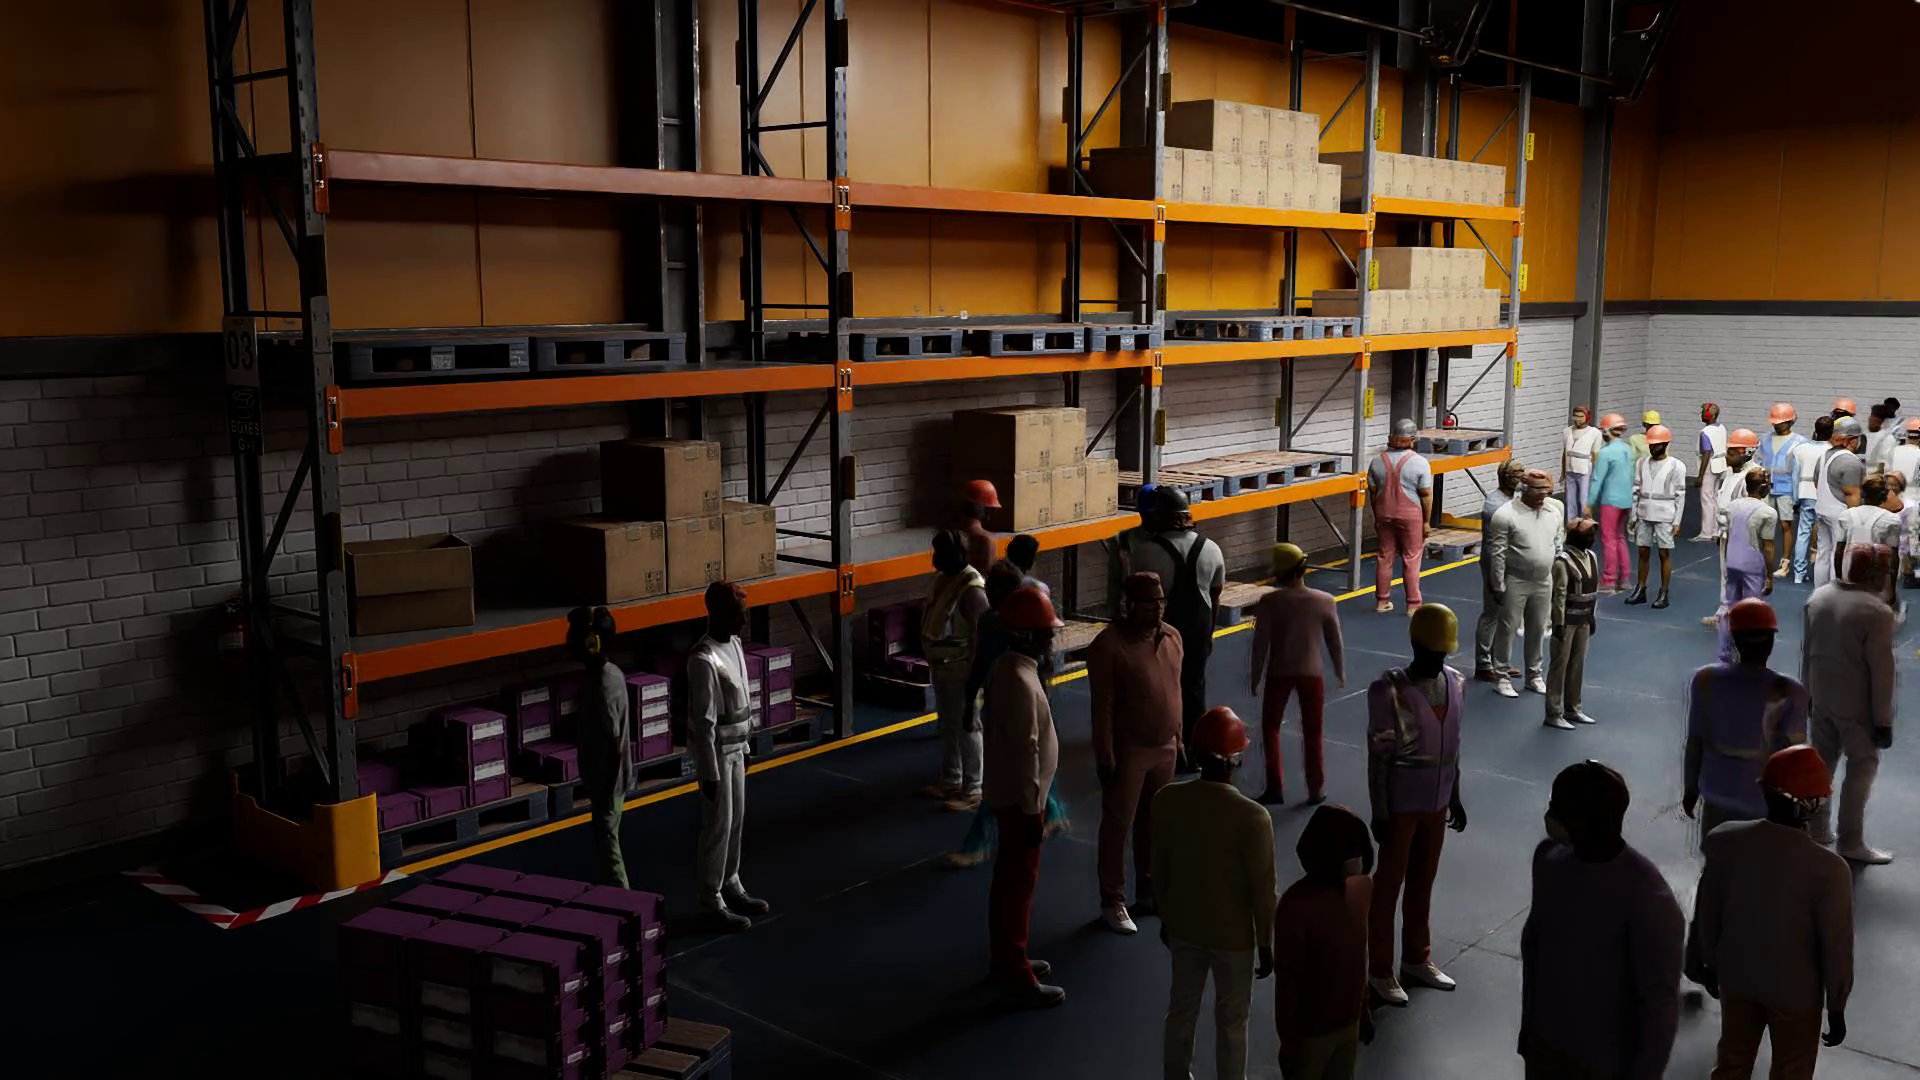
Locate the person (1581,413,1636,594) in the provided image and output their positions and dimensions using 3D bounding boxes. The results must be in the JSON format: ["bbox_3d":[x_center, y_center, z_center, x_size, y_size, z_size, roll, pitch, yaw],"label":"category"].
[{"bbox_3d":[7.191,-0.404,18.372,0.734,1.981,0.446,-7,11,-37],"label":"person"}]

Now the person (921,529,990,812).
[{"bbox_3d":[-0.041,0.836,10.825,0.428,1.842,0.631,-4,10,-24],"label":"person"}]

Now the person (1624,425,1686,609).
[{"bbox_3d":[7.306,-0.245,17.488,0.375,1.935,0.551,-7,11,-40],"label":"person"}]

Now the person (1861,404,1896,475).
[{"bbox_3d":[11.445,-0.765,20.913,0.432,1.916,0.647,-1,9,-4],"label":"person"}]

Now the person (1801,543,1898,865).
[{"bbox_3d":[5.302,0.955,9.922,0.394,1.893,0.712,-2,9,-15],"label":"person"}]

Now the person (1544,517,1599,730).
[{"bbox_3d":[4.719,0.635,12.802,0.517,1.632,0.314,-7,11,-37],"label":"person"}]

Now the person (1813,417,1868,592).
[{"bbox_3d":[9.170,-0.257,17.232,0.538,2.000,0.682,0,9,-1],"label":"person"}]

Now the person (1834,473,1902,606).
[{"bbox_3d":[7.555,0.361,13.879,0.347,1.846,0.505,-7,11,-39],"label":"person"}]

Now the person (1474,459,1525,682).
[{"bbox_3d":[4.656,0.259,14.284,0.369,1.932,0.622,7,11,36],"label":"person"}]

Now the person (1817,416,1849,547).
[{"bbox_3d":[9.922,-0.443,18.828,0.396,1.920,0.586,4,10,25],"label":"person"}]

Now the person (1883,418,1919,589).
[{"bbox_3d":[10.563,-0.407,18.613,0.541,1.911,0.677,-6,11,-36],"label":"person"}]

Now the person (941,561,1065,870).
[{"bbox_3d":[0.278,1.005,9.925,0.994,1.795,0.526,-7,11,-38],"label":"person"}]

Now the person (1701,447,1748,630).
[{"bbox_3d":[7.615,-0.046,16.381,0.355,1.884,0.575,0,9,2],"label":"person"}]

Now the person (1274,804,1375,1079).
[{"bbox_3d":[1.281,1.713,5.837,0.507,1.632,0.265,-8,12,-41],"label":"person"}]

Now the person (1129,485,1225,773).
[{"bbox_3d":[1.463,0.620,11.580,0.681,2.000,0.535,-2,9,-15],"label":"person"}]

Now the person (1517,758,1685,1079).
[{"bbox_3d":[2.015,1.640,5.338,0.362,1.935,0.631,-3,9,-18],"label":"person"}]

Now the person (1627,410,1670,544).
[{"bbox_3d":[9.001,-0.823,21.790,0.526,1.762,0.341,3,9,16],"label":"person"}]

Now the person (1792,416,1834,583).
[{"bbox_3d":[9.702,-0.441,18.814,0.392,1.920,0.587,-6,11,-36],"label":"person"}]

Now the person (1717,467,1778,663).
[{"bbox_3d":[6.842,0.281,14.439,0.342,1.838,0.501,-4,10,-25],"label":"person"}]

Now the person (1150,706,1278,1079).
[{"bbox_3d":[1.023,1.525,6.652,0.564,1.755,0.323,7,11,39],"label":"person"}]

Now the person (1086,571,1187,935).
[{"bbox_3d":[0.972,1.110,8.853,0.642,1.909,0.410,-7,11,-39],"label":"person"}]

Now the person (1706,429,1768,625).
[{"bbox_3d":[7.659,-0.099,16.361,0.386,1.992,0.624,-1,9,-7],"label":"person"}]

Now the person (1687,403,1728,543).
[{"bbox_3d":[9.851,-0.875,21.841,0.563,1.847,0.393,-8,12,-43],"label":"person"}]

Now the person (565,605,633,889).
[{"bbox_3d":[-1.762,1.238,8.143,0.311,1.869,0.533,-2,9,-13],"label":"person"}]

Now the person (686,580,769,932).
[{"bbox_3d":[-1.250,1.136,8.791,0.373,1.878,0.586,1,9,9],"label":"person"}]

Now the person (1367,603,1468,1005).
[{"bbox_3d":[2.201,1.240,7.972,0.584,1.919,0.381,-5,10,-29],"label":"person"}]

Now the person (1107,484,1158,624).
[{"bbox_3d":[1.394,0.550,12.327,0.605,1.948,0.404,0,9,-1],"label":"person"}]

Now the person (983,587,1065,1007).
[{"bbox_3d":[0.301,1.207,7.938,0.382,1.993,0.622,-1,9,-7],"label":"person"}]

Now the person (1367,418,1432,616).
[{"bbox_3d":[4.569,-0.242,17.141,0.684,2.000,0.538,8,12,41],"label":"person"}]

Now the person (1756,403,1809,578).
[{"bbox_3d":[9.486,-0.572,19.294,0.393,2.034,0.605,-6,10,-33],"label":"person"}]

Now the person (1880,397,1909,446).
[{"bbox_3d":[14.089,-1.324,25.249,0.320,1.695,0.534,-6,10,-32],"label":"person"}]

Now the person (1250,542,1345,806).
[{"bbox_3d":[2.220,0.892,10.800,0.668,1.746,0.454,0,9,1],"label":"person"}]

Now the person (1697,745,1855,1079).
[{"bbox_3d":[3.010,1.608,6.129,0.333,1.749,0.574,-6,10,-33],"label":"person"}]

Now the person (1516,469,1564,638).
[{"bbox_3d":[5.560,0.131,16.043,0.501,1.631,0.285,6,11,36],"label":"person"}]

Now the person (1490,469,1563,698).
[{"bbox_3d":[4.692,0.356,13.747,0.644,1.900,0.399,-2,9,-14],"label":"person"}]

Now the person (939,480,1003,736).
[{"bbox_3d":[0.125,0.516,12.510,0.685,1.955,0.675,-7,11,-37],"label":"person"}]

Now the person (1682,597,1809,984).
[{"bbox_3d":[3.760,1.237,8.043,0.591,1.905,0.674,9,12,44],"label":"person"}]

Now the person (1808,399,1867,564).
[{"bbox_3d":[10.594,-0.691,20.088,0.610,2.031,0.408,8,12,40],"label":"person"}]

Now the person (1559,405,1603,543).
[{"bbox_3d":[8.096,-0.846,21.701,0.394,1.836,0.561,-5,10,-31],"label":"person"}]

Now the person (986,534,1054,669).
[{"bbox_3d":[0.434,0.785,11.688,0.541,1.668,0.683,6,11,35],"label":"person"}]
